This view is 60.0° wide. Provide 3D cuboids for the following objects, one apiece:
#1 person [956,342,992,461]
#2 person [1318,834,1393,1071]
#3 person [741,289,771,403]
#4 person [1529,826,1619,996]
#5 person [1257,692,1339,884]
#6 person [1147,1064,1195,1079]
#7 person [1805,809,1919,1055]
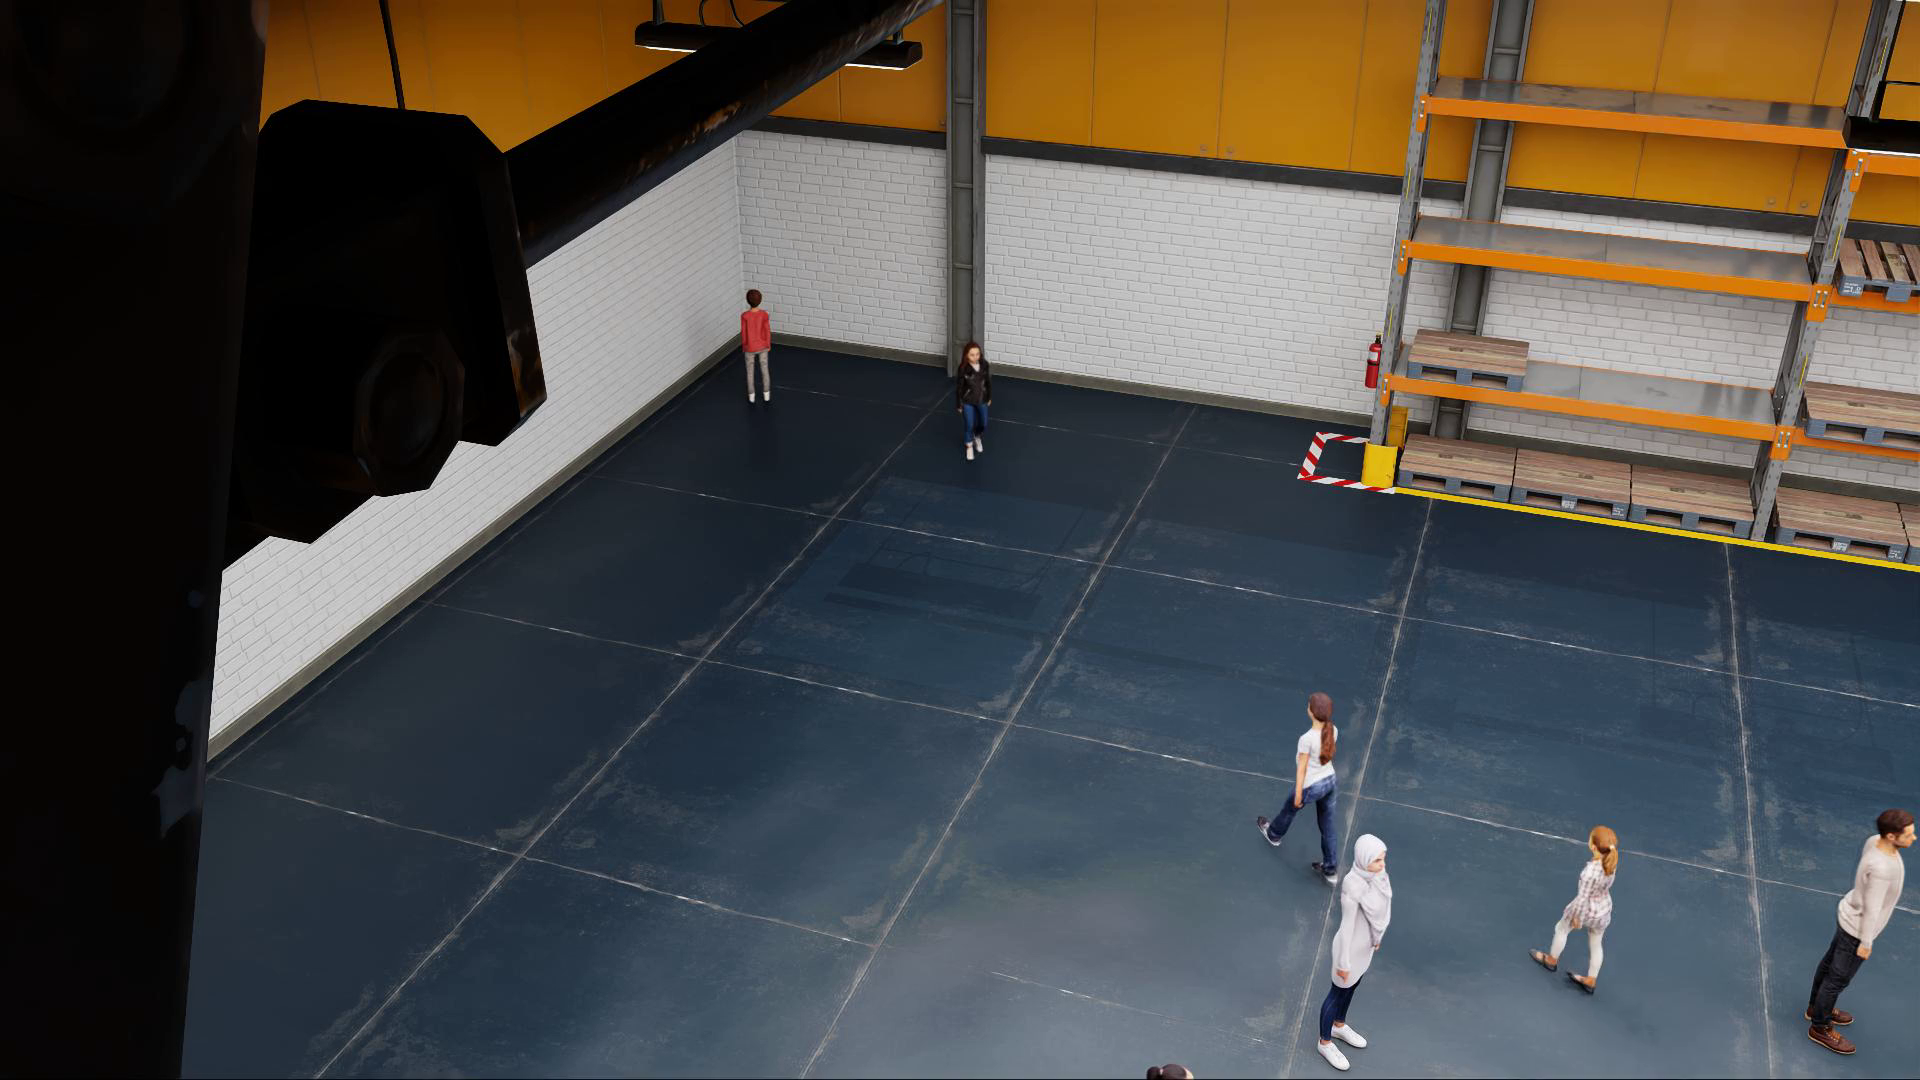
[{"bbox_3d":[0.144,-1.619,18.872,0.730,1.460,0.791,-9,30,-16],"label":"person"},{"bbox_3d":[2.553,2.625,10.762,0.668,1.775,0.685,23,36,36],"label":"person"},{"bbox_3d":[-2.496,-2.378,20.310,0.559,1.415,0.640,-8,30,-15],"label":"person"},{"bbox_3d":[4.377,2.565,11.380,0.754,1.288,0.828,-16,33,-27],"label":"person"},{"bbox_3d":[2.698,1.872,12.410,0.978,1.519,1.079,-15,32,-26],"label":"person"},{"bbox_3d":[1.129,3.533,9.228,0.670,1.650,0.668,-5,29,-9],"label":"person"},{"bbox_3d":[5.883,2.506,10.886,0.567,1.866,0.670,12,31,21],"label":"person"}]
